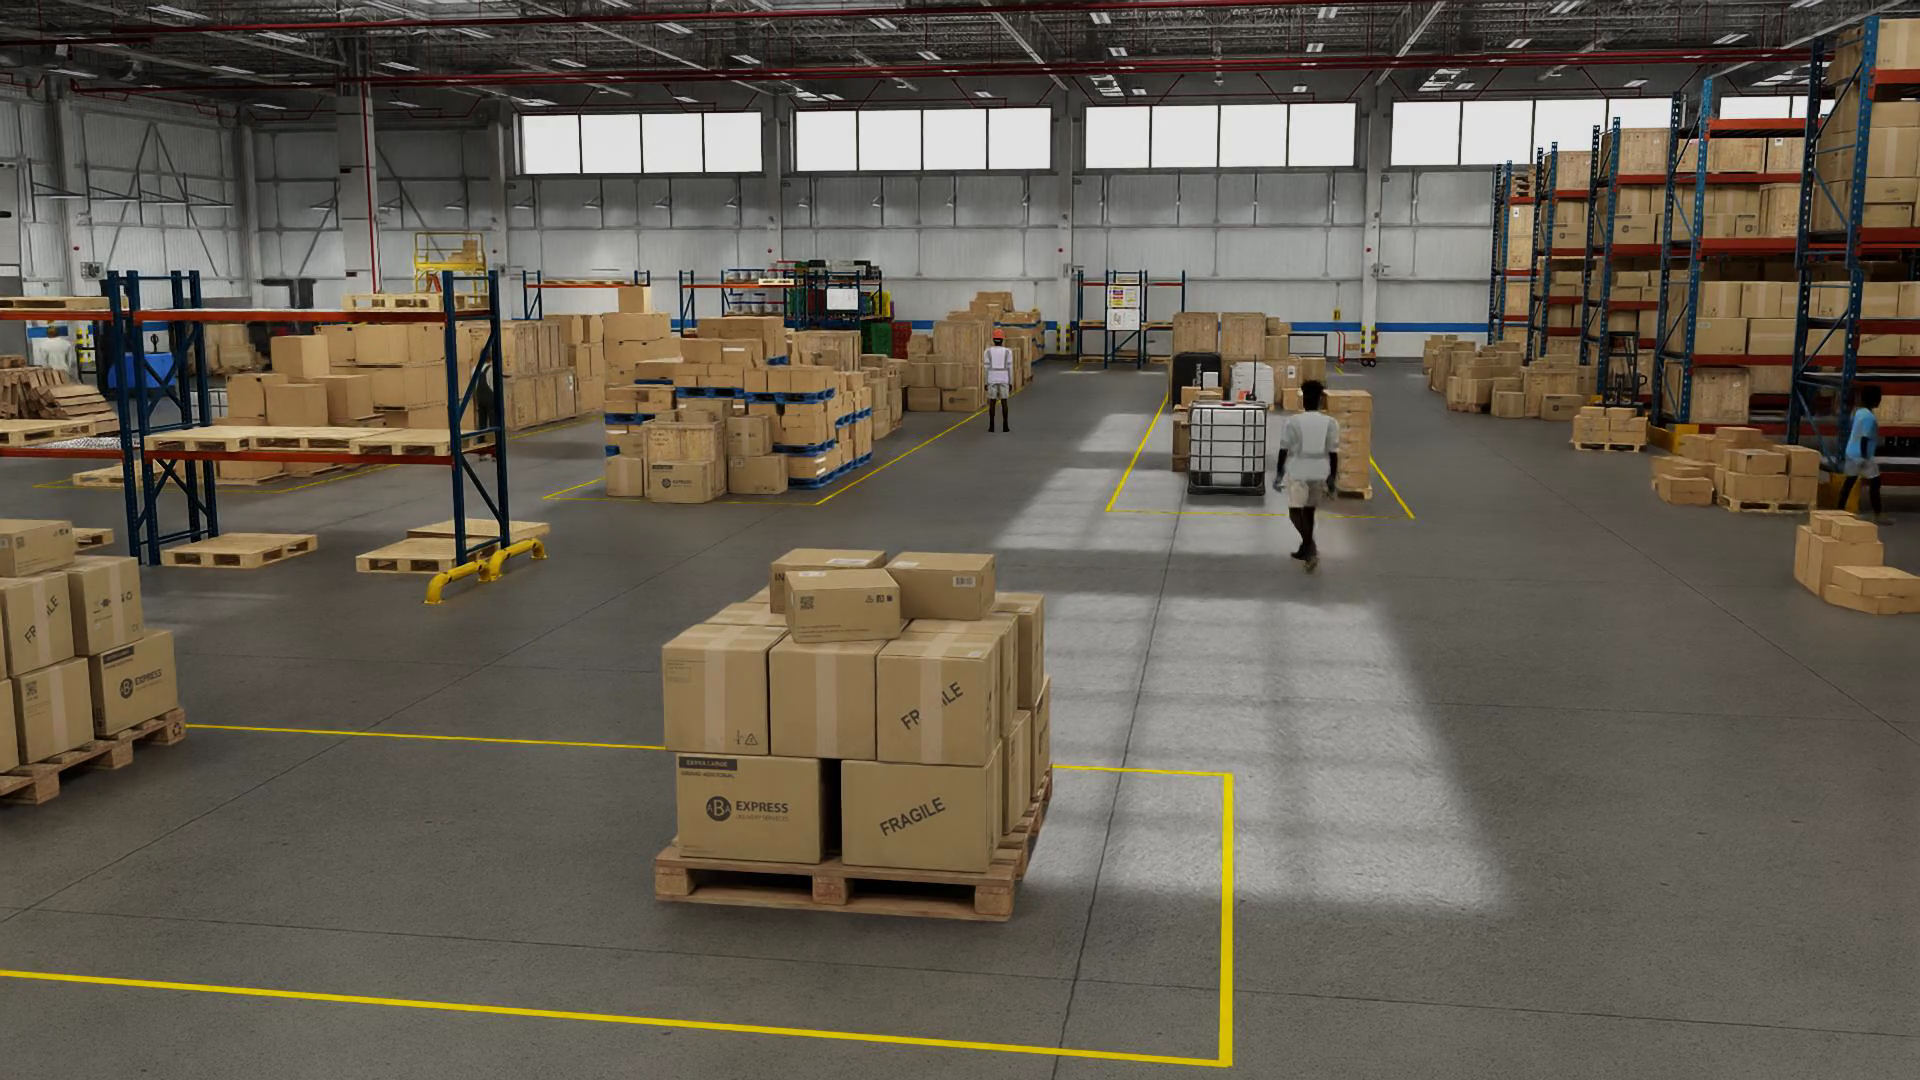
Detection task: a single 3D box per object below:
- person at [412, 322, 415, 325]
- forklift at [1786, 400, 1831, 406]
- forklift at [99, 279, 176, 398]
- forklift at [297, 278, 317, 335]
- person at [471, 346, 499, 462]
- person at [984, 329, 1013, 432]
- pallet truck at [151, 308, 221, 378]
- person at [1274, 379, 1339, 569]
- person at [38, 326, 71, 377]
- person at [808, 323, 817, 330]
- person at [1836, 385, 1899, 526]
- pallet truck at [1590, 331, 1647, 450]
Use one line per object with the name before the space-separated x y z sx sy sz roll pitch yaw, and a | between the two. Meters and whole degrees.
person | -14.361 -5.039 43.937 0.650 1.917 0.524 5 11 29
forklift | 19.005 -4.327 36.600 1.873 2.768 1.129 3 10 19
forklift | -19.638 -4.721 39.032 1.873 2.768 1.129 1 9 9
forklift | -16.925 -5.404 43.240 1.873 2.768 1.129 -3 10 -17
person | -7.484 -2.151 26.382 0.519 1.841 0.364 2 10 15
person | 0.719 -2.988 31.243 0.548 1.937 0.358 0 9 1
pallet truck | -21.869 -5.598 47.154 0.823 1.965 1.885 4 10 26
person | 3.563 -0.668 16.940 0.627 1.944 0.820 -2 9 -10
person | -18.405 -3.392 33.808 0.920 1.905 0.628 8 12 42
person | -3.231 -3.859 36.815 0.611 1.865 0.987 1 9 7
person | 10.860 -1.002 19.804 0.769 1.666 0.539 2 9 13
pallet truck | 11.253 -2.573 28.499 0.823 1.965 1.885 5 10 27
